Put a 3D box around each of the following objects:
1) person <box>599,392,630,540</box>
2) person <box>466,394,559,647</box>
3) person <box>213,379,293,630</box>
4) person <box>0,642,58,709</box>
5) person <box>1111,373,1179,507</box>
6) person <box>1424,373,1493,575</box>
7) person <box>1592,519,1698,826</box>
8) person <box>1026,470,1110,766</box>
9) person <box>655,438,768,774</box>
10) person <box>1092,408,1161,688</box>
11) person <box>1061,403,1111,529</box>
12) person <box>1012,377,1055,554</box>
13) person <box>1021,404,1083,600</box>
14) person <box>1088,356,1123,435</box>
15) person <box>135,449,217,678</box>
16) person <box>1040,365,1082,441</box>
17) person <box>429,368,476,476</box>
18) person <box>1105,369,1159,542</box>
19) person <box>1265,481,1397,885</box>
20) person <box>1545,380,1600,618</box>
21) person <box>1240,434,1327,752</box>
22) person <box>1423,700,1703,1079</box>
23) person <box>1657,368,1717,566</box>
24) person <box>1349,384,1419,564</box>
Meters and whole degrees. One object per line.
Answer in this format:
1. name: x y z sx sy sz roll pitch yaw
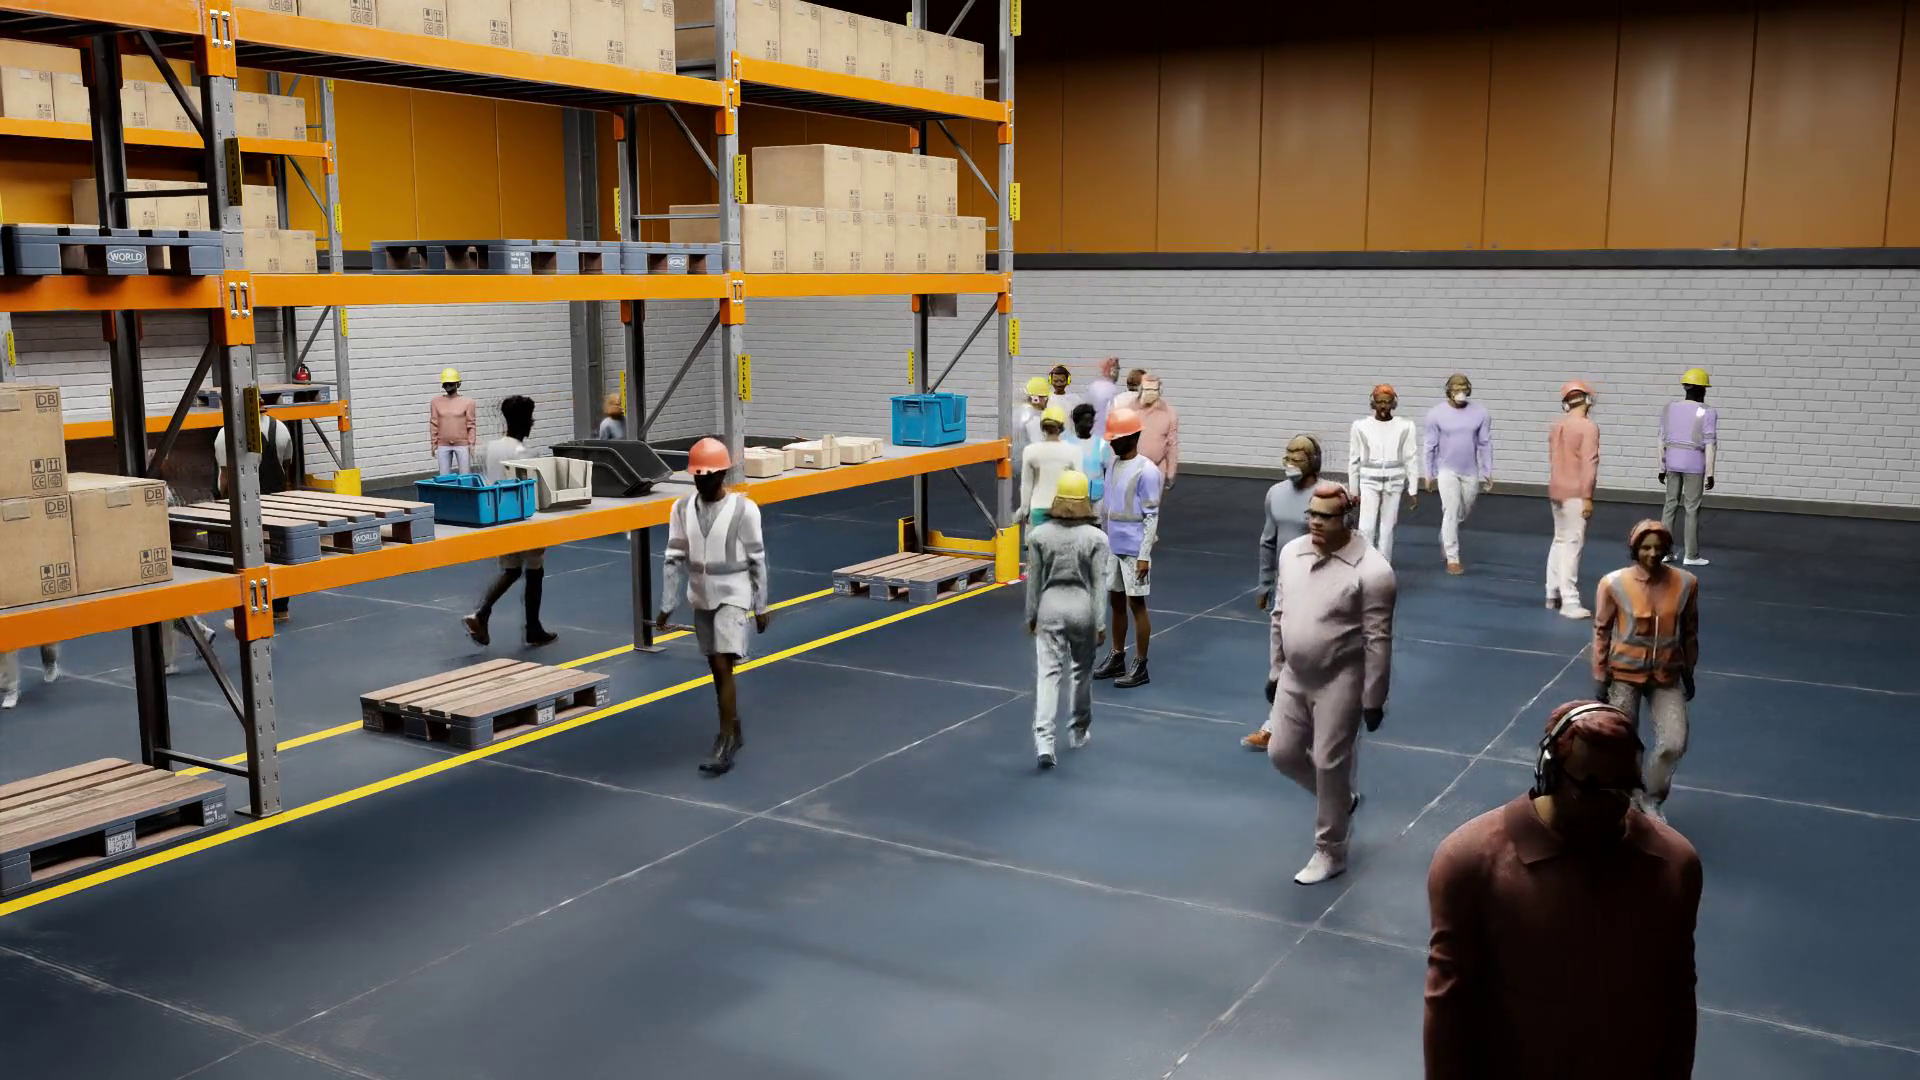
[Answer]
1. person: -3.720 -0.800 17.826 0.836 1.596 0.499 4 10 23
2. person: -3.369 -0.122 12.483 0.623 1.943 0.664 6 11 34
3. person: -5.705 -0.303 13.314 0.537 2.000 0.680 4 10 21
4. person: -6.298 0.260 11.159 0.504 1.601 0.811 -4 10 -22
5. person: 1.798 -0.673 16.100 0.660 1.883 0.425 0 9 -2
6. person: 4.744 -0.659 15.971 0.658 1.910 0.899 0 9 -1
7. person: 3.432 0.702 8.335 0.535 1.620 0.393 1 9 3
8. person: 0.617 0.443 9.690 0.495 1.708 0.846 2 9 13
9. person: -1.441 0.371 9.532 0.560 1.903 0.850 4 10 21
10. person: 1.127 0.051 11.453 0.366 1.930 0.542 -6 11 -32
11. person: 1.112 -0.431 15.257 0.544 1.678 0.713 -3 10 -19
12. person: 0.710 -0.740 16.782 0.492 1.811 0.595 -1 9 -7
13. person: 0.784 -0.265 13.944 0.546 1.751 0.450 2 9 13
14. person: 1.688 -1.162 19.114 0.547 1.891 0.669 -3 10 -18
15. person: -5.585 0.160 11.726 0.482 1.622 0.508 -6 11 -32
16. person: 1.057 -0.956 17.946 0.507 1.865 0.329 1 9 6
17. person: -5.791 -1.079 19.010 0.523 1.769 0.309 -1 9 -4
18. person: 1.852 -0.882 17.549 0.634 1.841 0.429 5 10 27
19. person: 1.744 0.652 7.815 0.504 1.889 0.668 -7 11 -37
20. person: 5.167 -0.345 13.909 0.392 1.952 0.778 -2 9 -11
21. person: 2.118 0.293 10.079 0.990 1.901 0.655 -6 11 -33
22. person: 1.376 1.292 3.793 0.638 1.903 0.408 -1 9 -4
23. person: 7.088 -0.710 16.213 0.382 1.923 0.591 -6 11 -35
24. person: 3.736 -0.430 14.652 0.596 1.857 0.793 2 9 10
